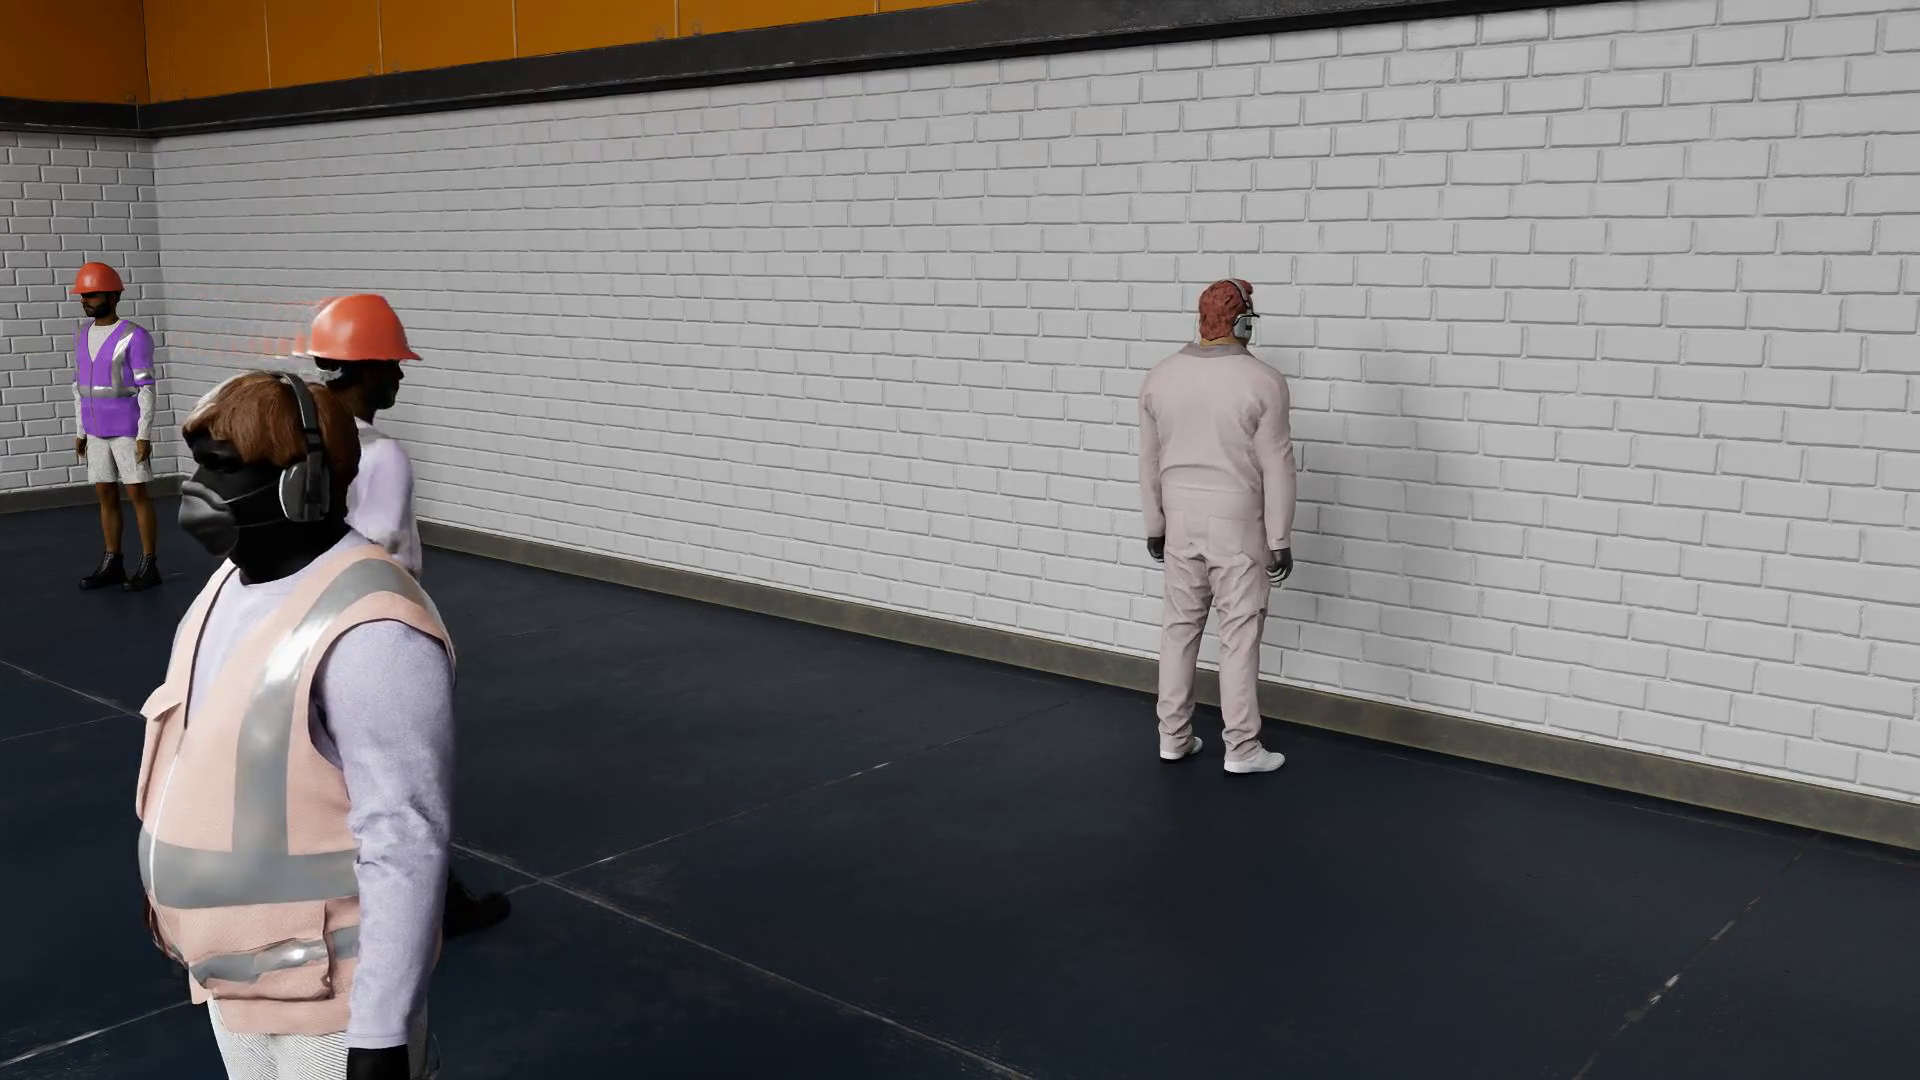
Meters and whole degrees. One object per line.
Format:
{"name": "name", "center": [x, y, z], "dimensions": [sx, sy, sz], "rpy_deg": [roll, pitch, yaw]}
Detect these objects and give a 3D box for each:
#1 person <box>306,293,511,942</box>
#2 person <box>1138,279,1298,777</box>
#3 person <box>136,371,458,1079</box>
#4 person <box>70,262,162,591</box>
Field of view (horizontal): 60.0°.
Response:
{"name": "person", "center": [-1.699, 0.280, 4.583], "dimensions": [0.552, 1.908, 0.890], "rpy_deg": [7, 12, 36]}
{"name": "person", "center": [1.008, -0.046, 6.423], "dimensions": [0.654, 1.906, 0.406], "rpy_deg": [8, 13, 38]}
{"name": "person", "center": [-1.015, 0.662, 2.574], "dimensions": [0.625, 1.846, 0.429], "rpy_deg": [10, 14, 43]}
{"name": "person", "center": [-5.005, -0.659, 9.821], "dimensions": [0.543, 1.940, 0.361], "rpy_deg": [3, 10, 16]}
